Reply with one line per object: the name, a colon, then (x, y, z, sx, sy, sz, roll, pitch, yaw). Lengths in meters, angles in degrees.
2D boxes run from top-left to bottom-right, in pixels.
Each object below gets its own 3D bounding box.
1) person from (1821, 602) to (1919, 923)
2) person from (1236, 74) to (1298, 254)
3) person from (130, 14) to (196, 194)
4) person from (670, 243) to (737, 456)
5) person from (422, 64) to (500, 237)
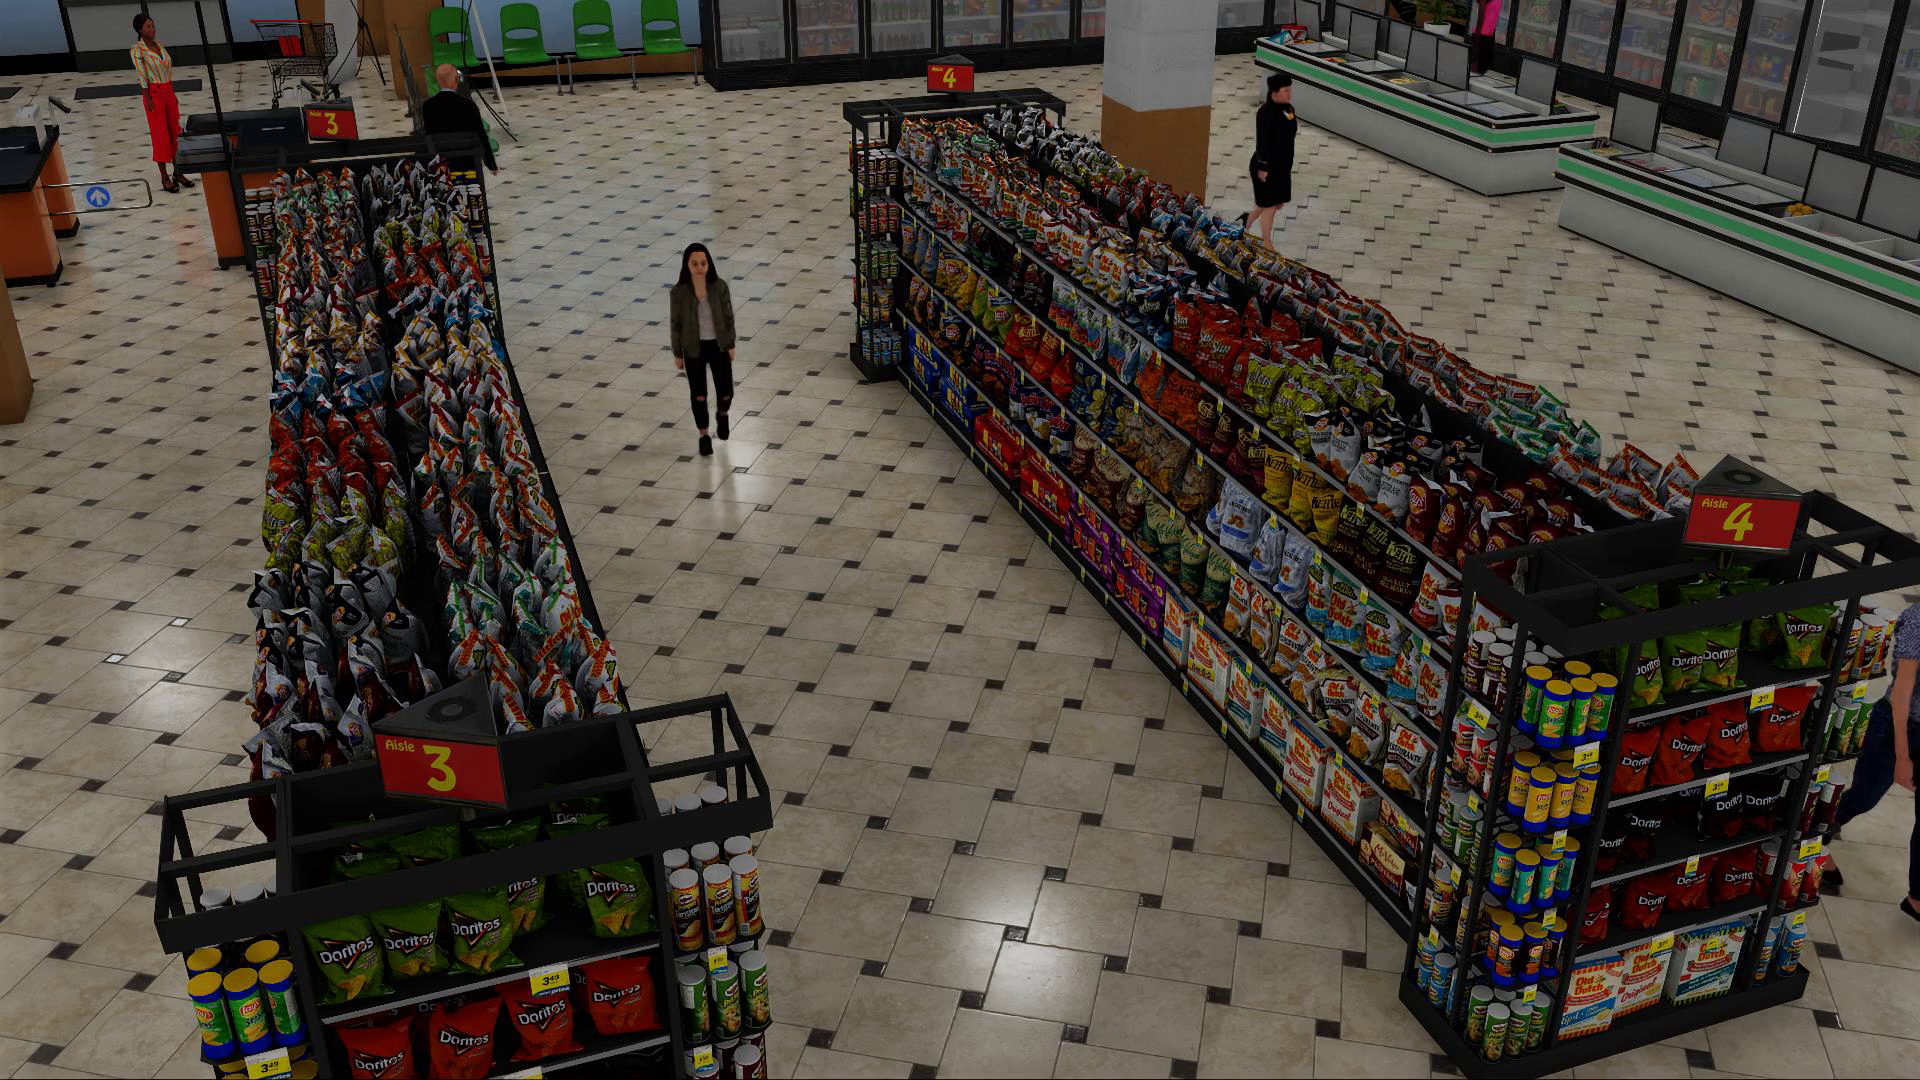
person: (3.859, 0.761, 6.877, 0.628, 1.695, 0.927, -8, 28, -15)
person: (2.773, -3.388, 15.095, 0.950, 1.664, 0.872, 24, 35, 39)
person: (-8.248, -4.506, 17.157, 0.736, 1.793, 0.651, 8, 28, 15)
person: (-1.721, -1.304, 11.201, 0.638, 1.468, 0.659, -5, 27, -9)
person: (-4.462, -3.262, 14.724, 0.954, 1.774, 1.062, 5, 27, 10)
